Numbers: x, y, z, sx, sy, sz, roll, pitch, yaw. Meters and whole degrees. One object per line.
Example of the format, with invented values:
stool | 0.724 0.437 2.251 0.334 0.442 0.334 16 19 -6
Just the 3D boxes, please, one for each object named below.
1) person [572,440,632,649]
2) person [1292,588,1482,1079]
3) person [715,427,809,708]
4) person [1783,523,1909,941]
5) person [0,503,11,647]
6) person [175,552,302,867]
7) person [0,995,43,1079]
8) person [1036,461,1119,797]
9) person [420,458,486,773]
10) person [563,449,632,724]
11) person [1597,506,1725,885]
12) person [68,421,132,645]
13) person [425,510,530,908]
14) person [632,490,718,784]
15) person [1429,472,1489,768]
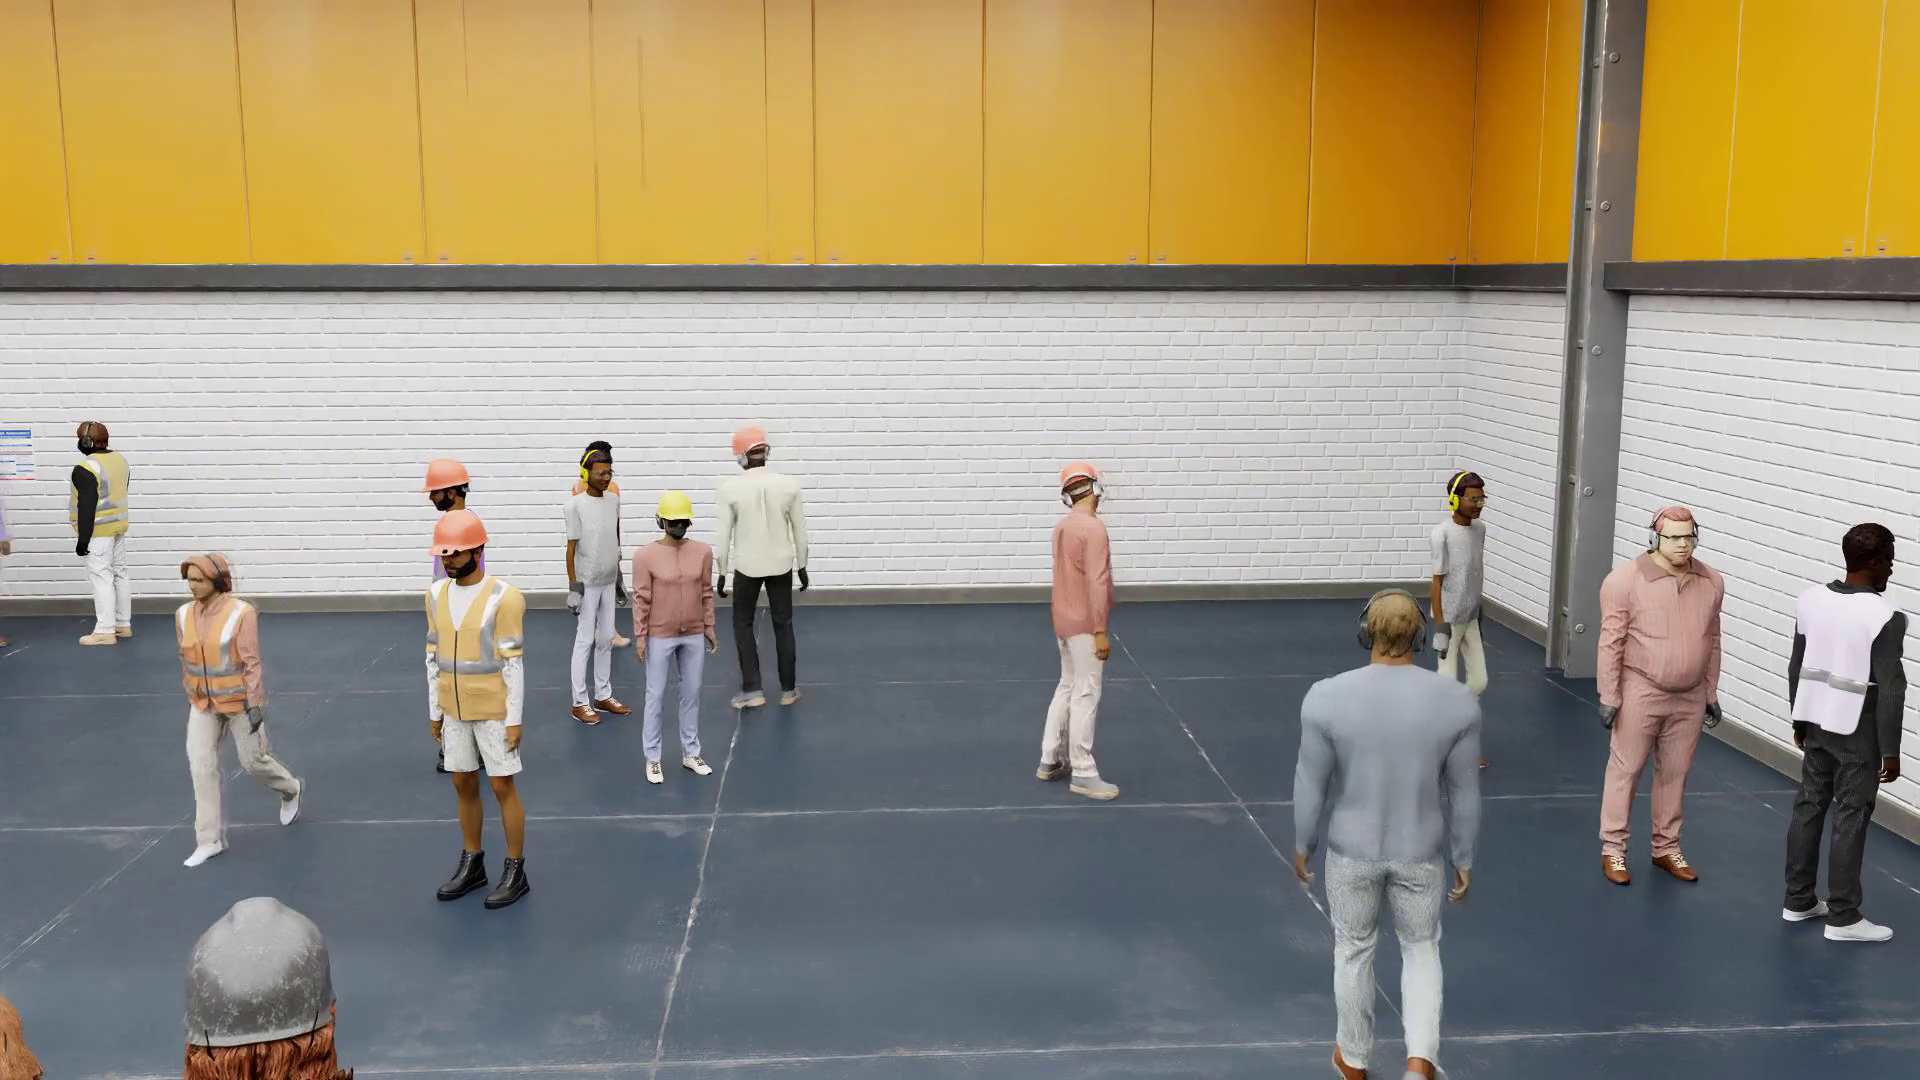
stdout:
person | -2.942 0.036 13.564 0.536 1.696 0.321 8 12 40
person | 1.535 1.127 6.017 0.658 1.925 0.636 1 9 6
person | -1.389 0.198 11.723 0.677 1.966 0.482 -3 10 -19
person | 4.050 0.870 7.637 0.373 1.917 0.595 -3 9 -16
person | -8.040 -0.051 13.519 0.684 1.897 0.429 5 10 29
person | -3.830 0.841 8.775 0.524 1.612 0.735 2 9 13
person | -1.945 1.695 3.384 0.505 1.629 0.280 -7 12 -38
person | 0.694 0.523 9.770 0.392 1.943 0.723 -2 9 -14
person | -3.081 0.456 10.191 0.362 1.934 0.543 -2 9 -12
person | -2.472 0.306 11.348 0.309 1.864 0.535 6 11 31
person | 3.501 0.773 8.287 0.651 1.906 0.402 -1 9 -7
person | -7.100 -0.061 13.725 0.429 1.844 0.627 0 9 1
person | -2.344 0.809 7.994 0.541 1.931 0.381 3 10 20
person | -1.698 0.574 9.981 0.533 1.765 0.330 -6 11 -33
person | 3.032 0.505 10.100 0.553 1.861 0.332 -7 12 -39
